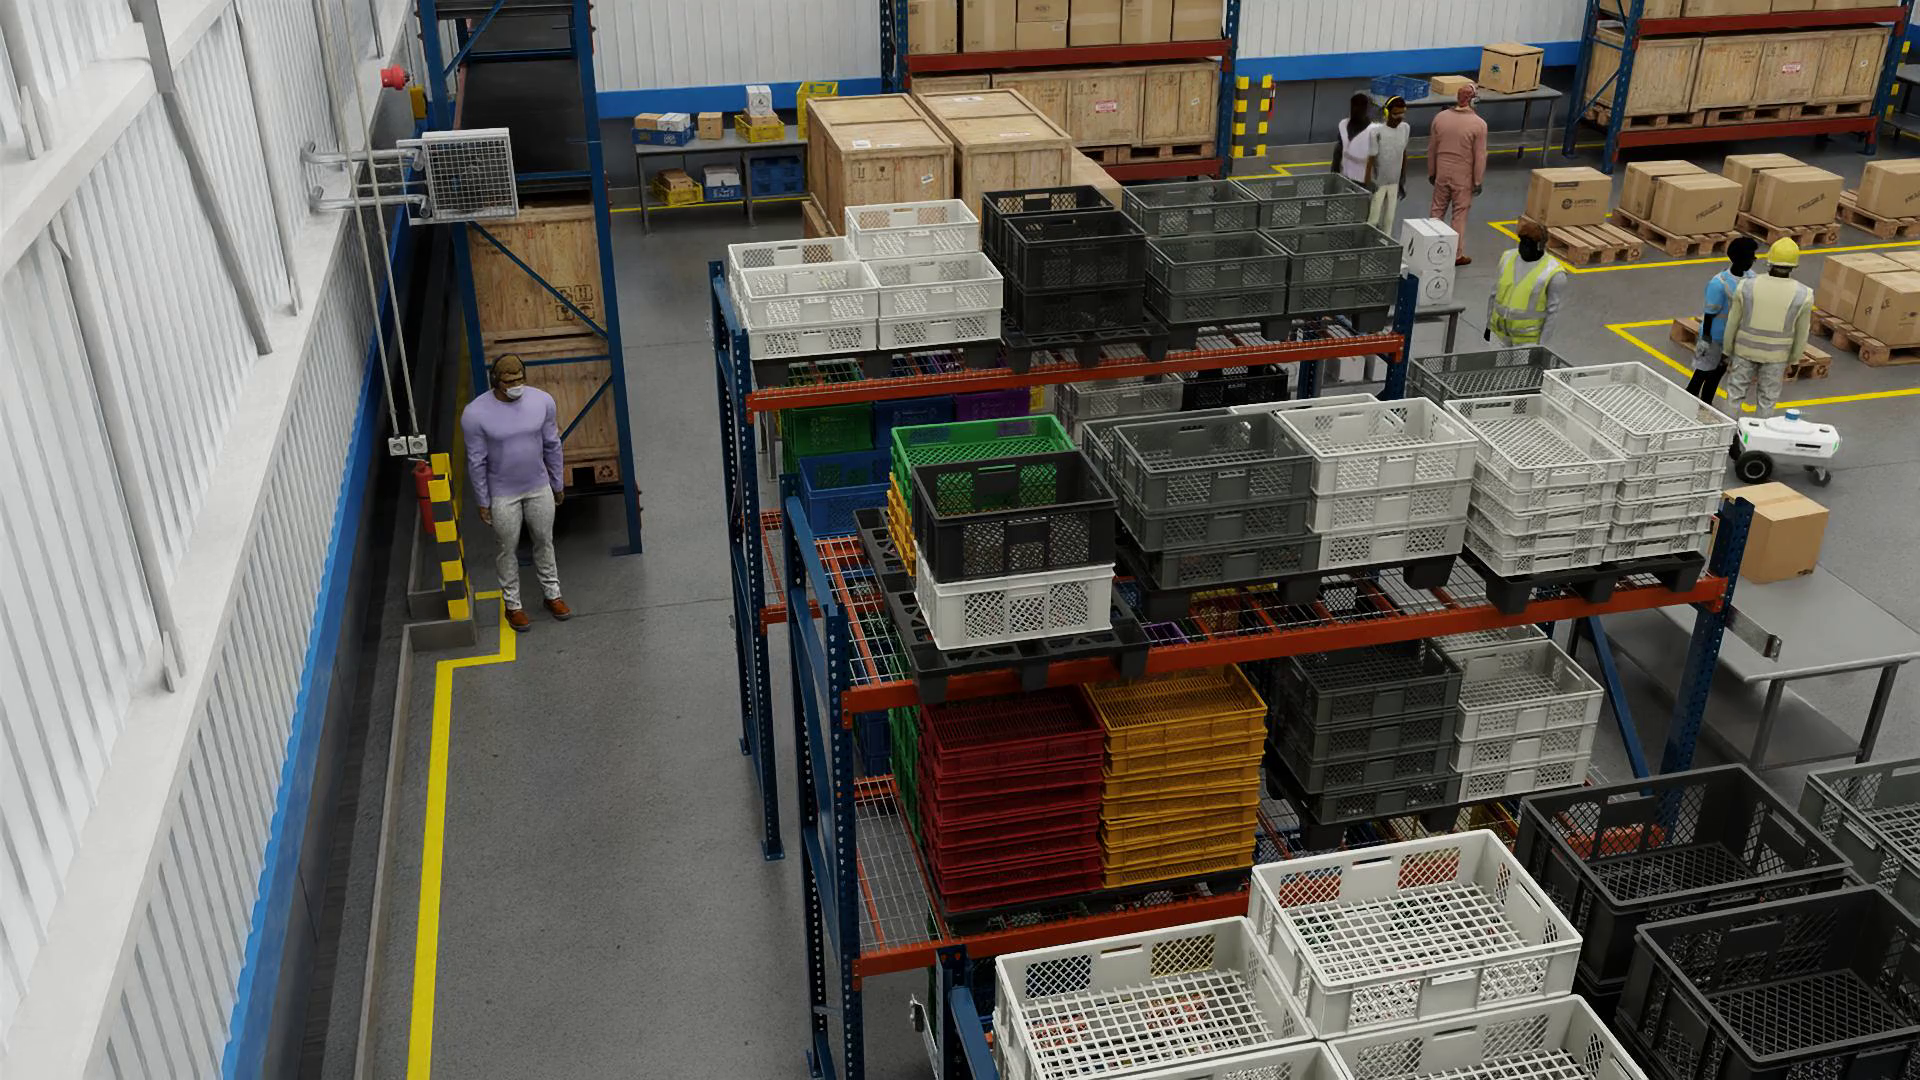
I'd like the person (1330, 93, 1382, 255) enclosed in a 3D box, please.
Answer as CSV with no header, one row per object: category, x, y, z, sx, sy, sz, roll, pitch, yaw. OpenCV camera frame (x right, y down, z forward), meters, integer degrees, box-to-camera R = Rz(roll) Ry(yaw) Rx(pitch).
person,4.184,-3.790,17.529,1.009,1.852,0.593,-12,30,-22

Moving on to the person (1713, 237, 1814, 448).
person,6.372,-1.507,13.207,0.600,1.836,0.404,14,31,25

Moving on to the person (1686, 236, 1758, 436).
person,6.265,-1.675,13.674,0.540,1.695,0.317,-16,32,-28

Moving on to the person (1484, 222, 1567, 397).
person,4.539,-1.691,13.553,0.429,1.844,0.625,-21,34,-34

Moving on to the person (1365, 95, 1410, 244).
person,4.455,-3.716,17.387,0.523,1.856,0.339,-13,30,-22

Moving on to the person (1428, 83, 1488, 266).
person,5.268,-3.873,17.623,0.407,1.906,0.655,-24,36,-38

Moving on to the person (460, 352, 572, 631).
person,-2.877,-0.330,10.880,0.625,1.933,0.374,-17,32,-29

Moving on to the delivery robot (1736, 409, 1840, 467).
delivery robot,6.524,-0.796,13.128,0.707,0.478,0.477,6,28,12
